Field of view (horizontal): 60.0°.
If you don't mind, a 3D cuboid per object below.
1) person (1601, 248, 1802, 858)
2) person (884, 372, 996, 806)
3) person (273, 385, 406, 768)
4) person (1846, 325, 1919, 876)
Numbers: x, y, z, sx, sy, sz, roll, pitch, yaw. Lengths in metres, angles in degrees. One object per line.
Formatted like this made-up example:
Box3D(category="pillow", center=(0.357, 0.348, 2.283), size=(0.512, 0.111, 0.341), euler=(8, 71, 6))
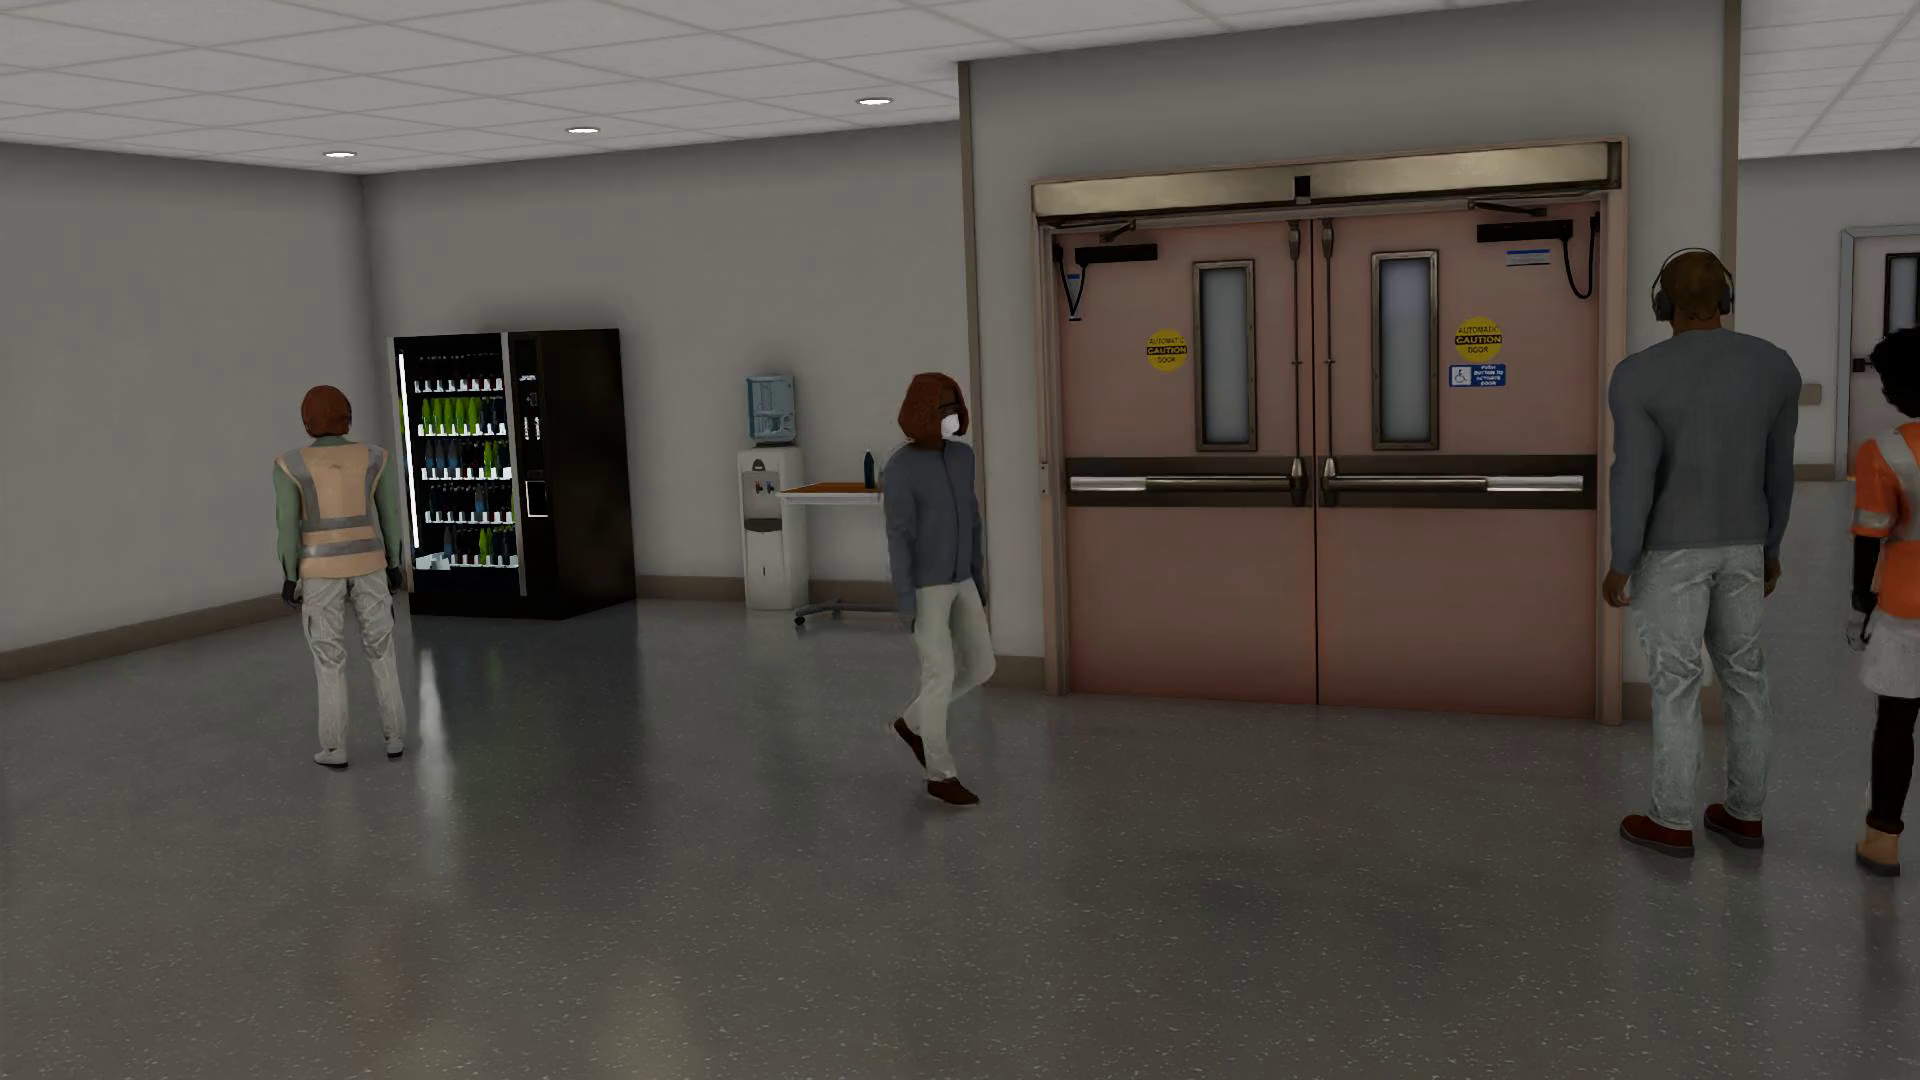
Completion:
Box3D(category="person", center=(2.351, 0.045, 5.310), size=(0.627, 1.936, 0.373), euler=(-3, 7, -8))
Box3D(category="person", center=(-0.104, 0.179, 6.247), size=(0.419, 1.616, 0.516), euler=(3, 9, 38))
Box3D(category="person", center=(-2.650, 0.156, 7.145), size=(0.522, 1.636, 0.310), euler=(-8, 9, -35))
Box3D(category="person", center=(2.941, 0.201, 4.933), size=(0.562, 1.674, 0.352), euler=(0, 8, 17))
